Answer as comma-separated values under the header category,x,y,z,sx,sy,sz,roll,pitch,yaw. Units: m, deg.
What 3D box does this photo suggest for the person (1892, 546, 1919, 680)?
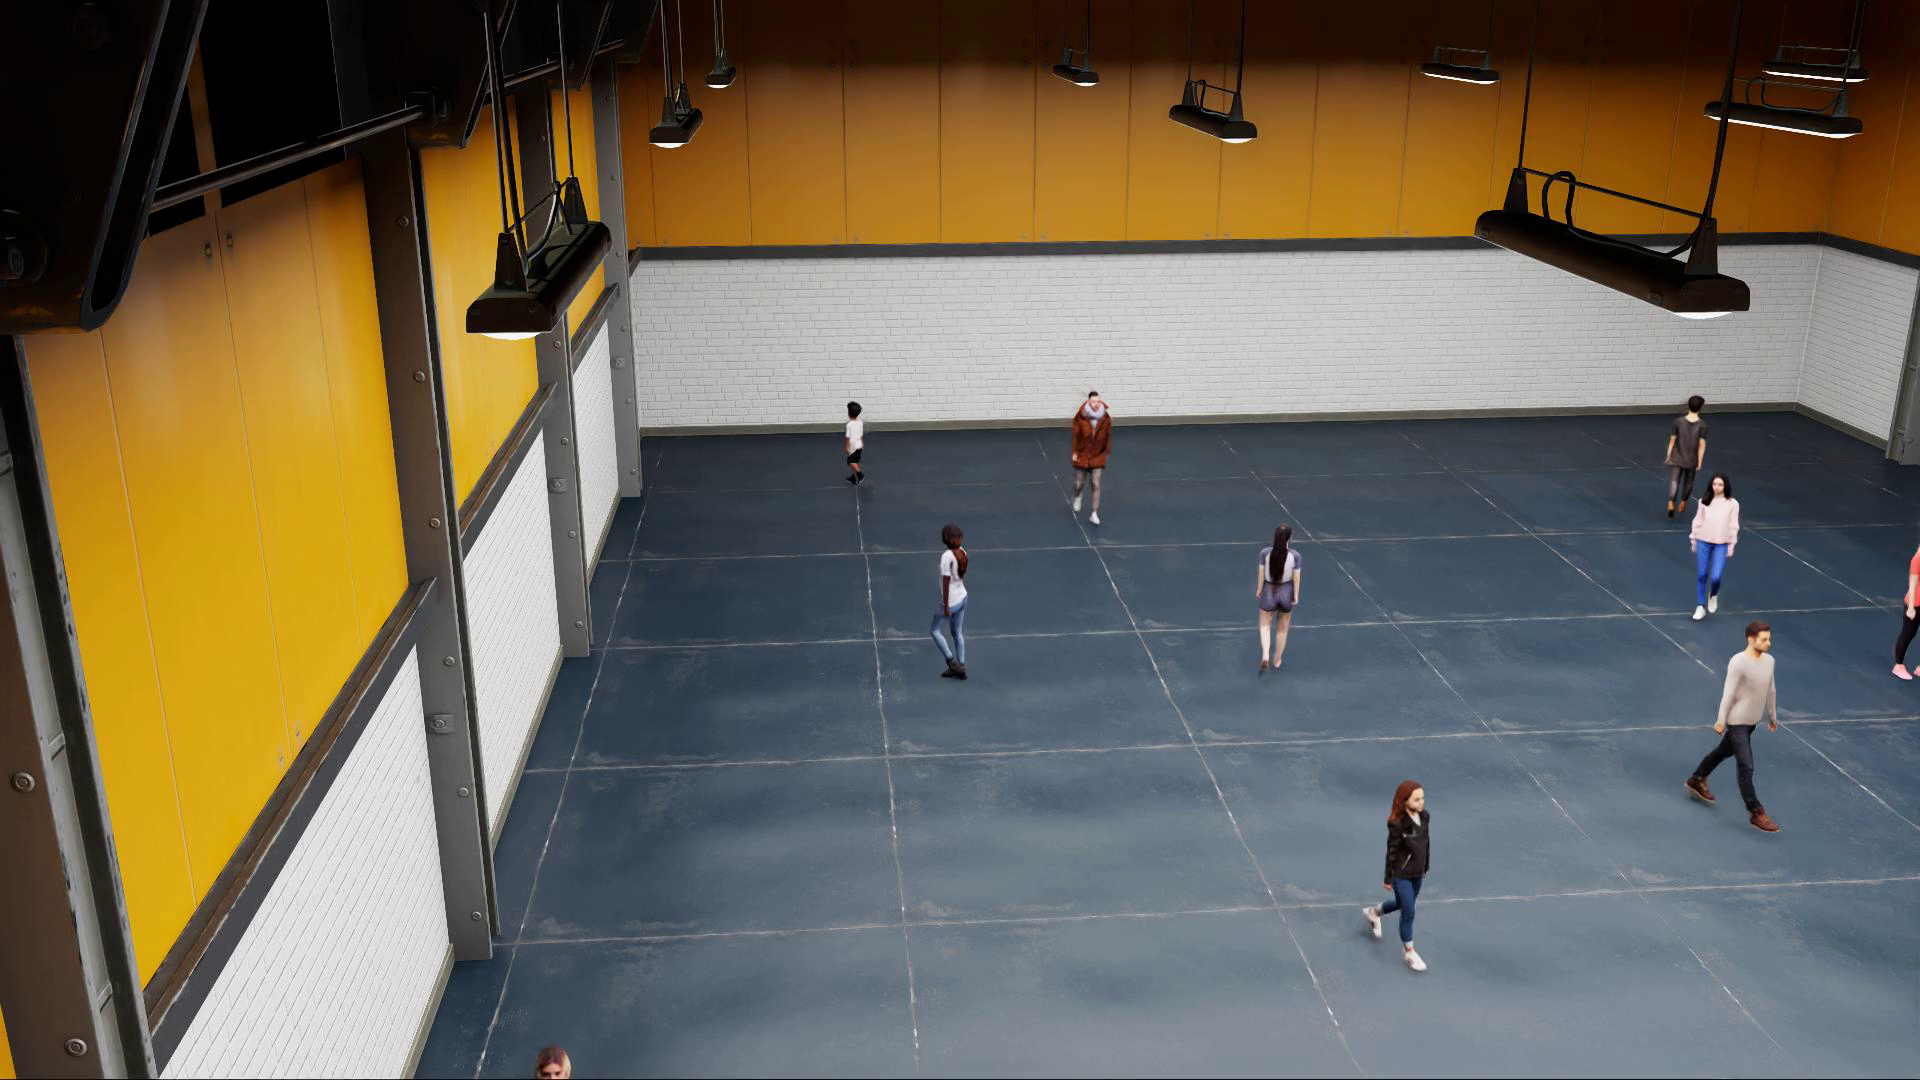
category,x,y,z,sx,sy,sz,roll,pitch,yaw
person,10.078,0.662,17.516,0.647,1.677,0.696,-3,19,-9

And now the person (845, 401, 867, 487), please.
category,x,y,z,sx,sy,sz,roll,pitch,yaw
person,-1.515,-1.390,24.276,0.716,1.251,0.802,-17,25,-41

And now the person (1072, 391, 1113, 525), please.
category,x,y,z,sx,sy,sz,roll,pitch,yaw
person,1.753,-1.148,22.659,0.692,1.825,0.867,-2,19,-6

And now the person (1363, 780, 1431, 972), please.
category,x,y,z,sx,sy,sz,roll,pitch,yaw
person,3.313,2.460,12.511,0.845,1.463,0.985,-13,23,-34

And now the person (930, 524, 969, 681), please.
category,x,y,z,sx,sy,sz,roll,pitch,yaw
person,-0.009,0.671,17.436,0.767,1.711,0.698,11,22,30

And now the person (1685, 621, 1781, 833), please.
category,x,y,z,sx,sy,sz,roll,pitch,yaw
person,6.796,1.567,14.606,1.003,1.820,1.311,-10,21,-26

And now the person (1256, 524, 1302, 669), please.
category,x,y,z,sx,sy,sz,roll,pitch,yaw
person,3.358,0.642,17.643,0.727,1.634,0.831,5,19,13

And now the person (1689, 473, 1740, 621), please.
category,x,y,z,sx,sy,sz,roll,pitch,yaw
person,8.712,0.053,19.196,0.823,1.759,0.878,13,22,33

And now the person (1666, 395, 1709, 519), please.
category,x,y,z,sx,sy,sz,roll,pitch,yaw
person,9.923,-1.122,22.790,0.980,1.692,1.127,10,21,27
